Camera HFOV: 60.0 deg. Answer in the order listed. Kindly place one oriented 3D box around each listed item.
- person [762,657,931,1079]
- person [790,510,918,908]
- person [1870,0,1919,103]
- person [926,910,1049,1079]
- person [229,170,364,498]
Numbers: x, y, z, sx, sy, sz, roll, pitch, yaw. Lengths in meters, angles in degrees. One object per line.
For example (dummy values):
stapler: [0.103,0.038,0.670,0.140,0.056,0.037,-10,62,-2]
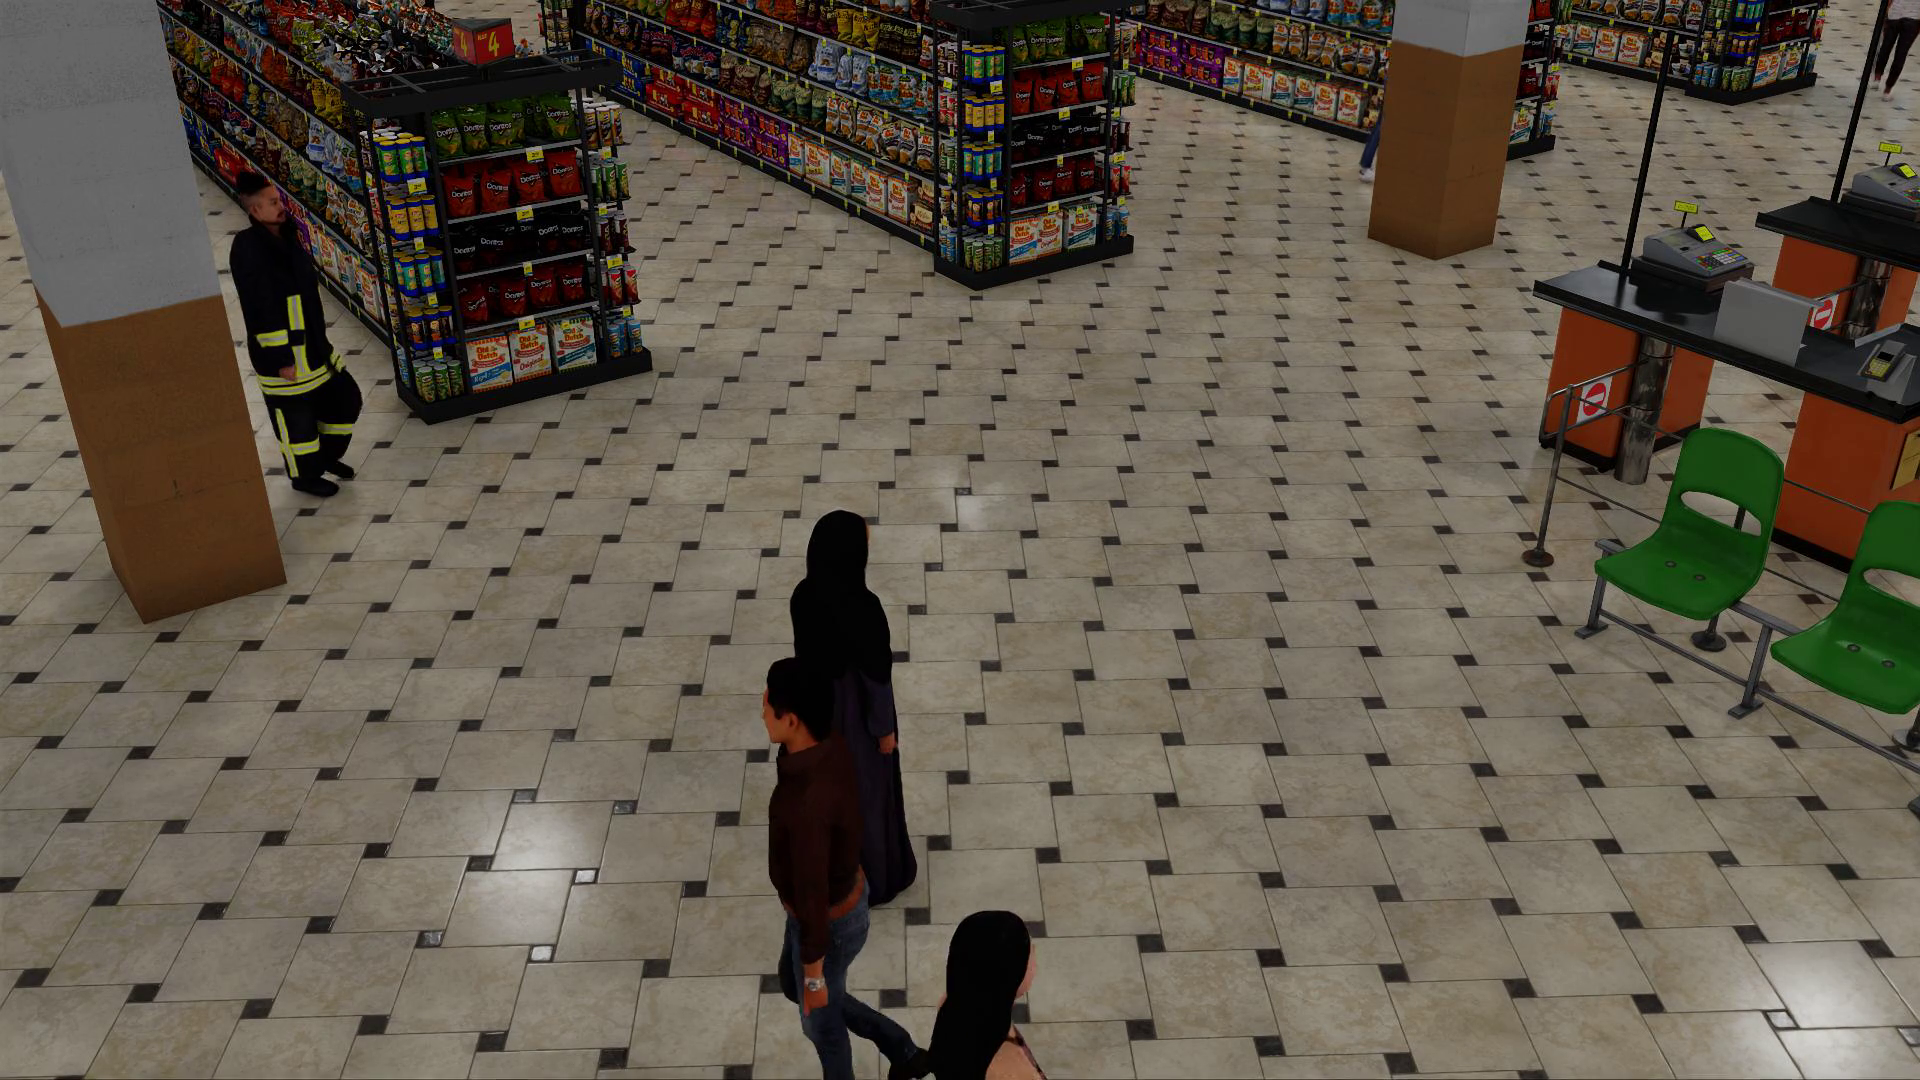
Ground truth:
person: [-0.332,1.124,5.036,0.954,1.765,0.882,-3,29,-6]
person: [-0.417,0.618,6.120,0.698,1.614,0.574,-26,38,-38]
person: [9.618,-5.306,16.949,0.624,1.634,0.693,23,36,36]
person: [0.029,1.654,4.066,0.728,1.765,0.754,-15,32,-26]
person: [-3.716,-1.110,9.037,0.952,1.853,0.903,6,29,11]
